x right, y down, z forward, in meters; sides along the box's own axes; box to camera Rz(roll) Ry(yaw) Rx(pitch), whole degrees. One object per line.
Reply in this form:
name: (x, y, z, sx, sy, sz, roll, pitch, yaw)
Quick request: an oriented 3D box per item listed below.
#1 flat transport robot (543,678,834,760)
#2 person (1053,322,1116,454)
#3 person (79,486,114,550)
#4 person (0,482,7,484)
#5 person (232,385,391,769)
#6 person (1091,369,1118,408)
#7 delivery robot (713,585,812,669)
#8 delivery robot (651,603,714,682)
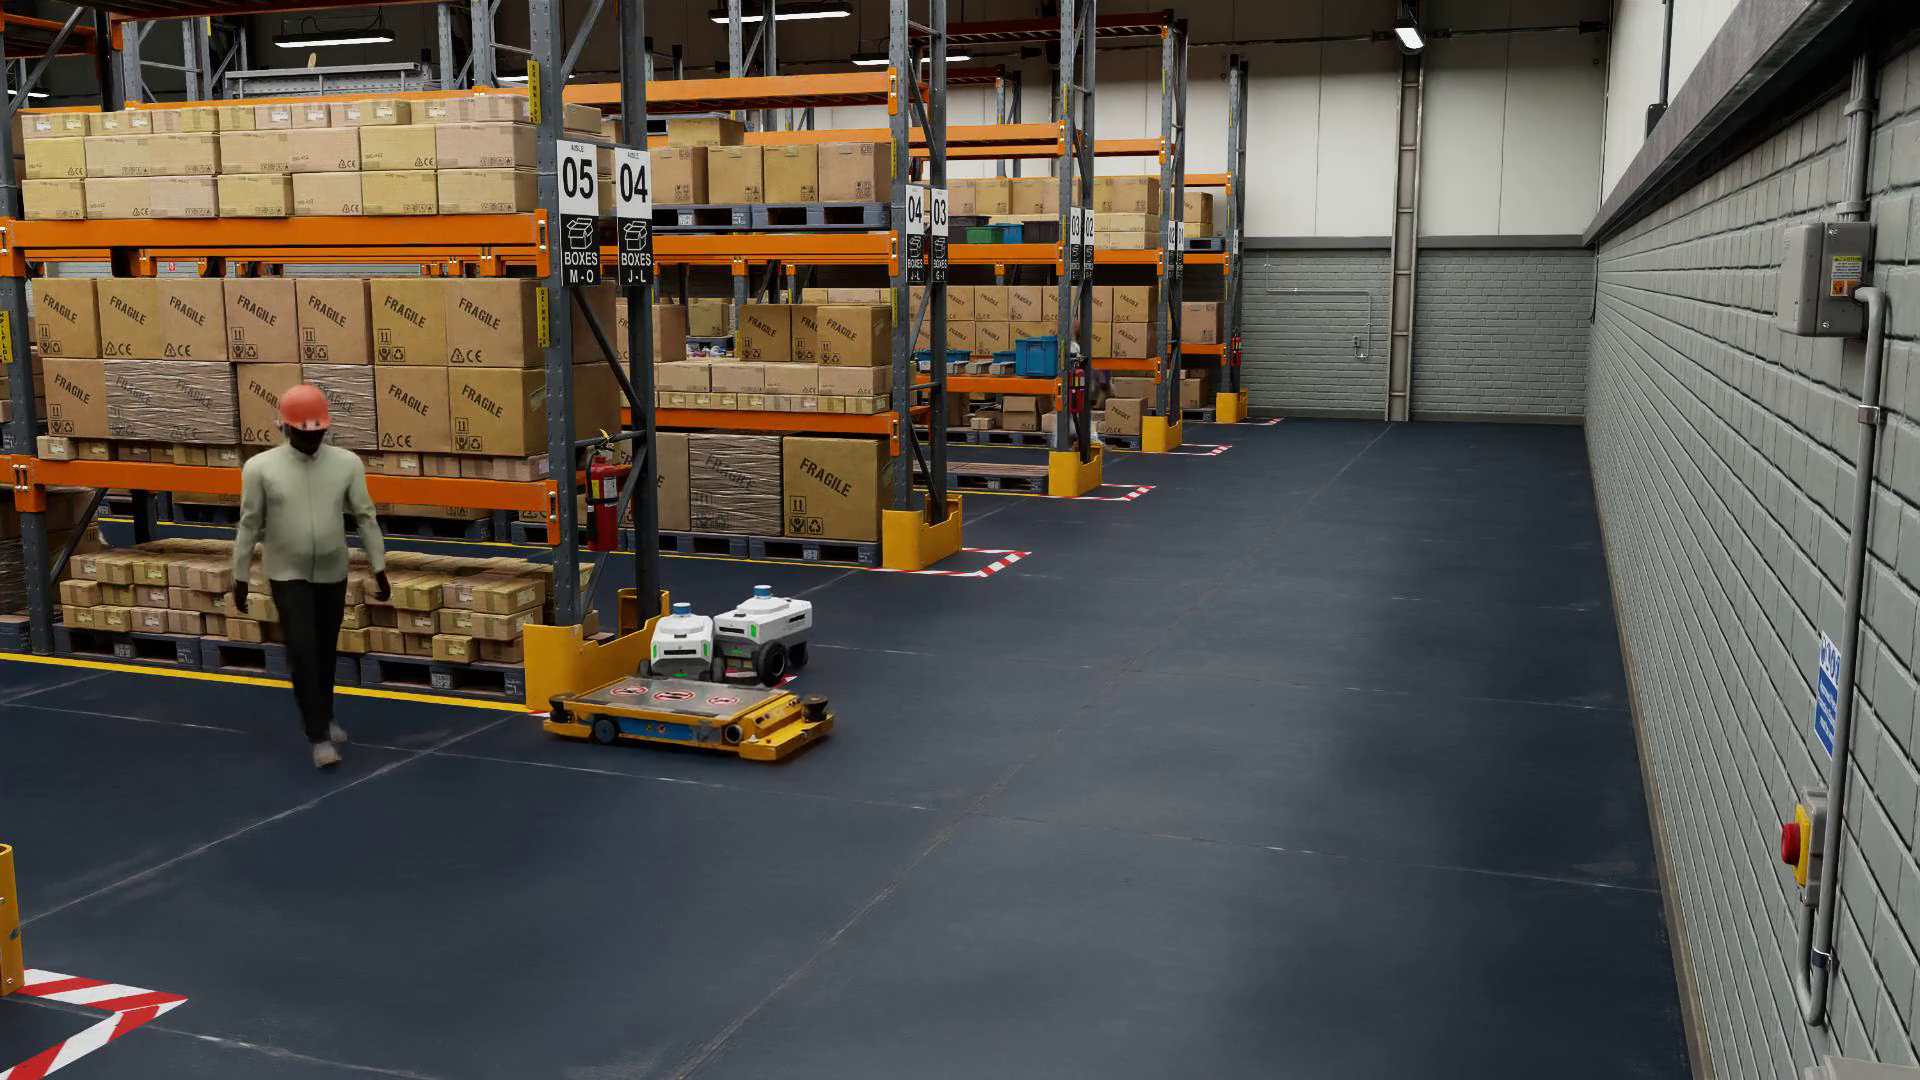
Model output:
flat transport robot: (-1.466, 0.938, 8.973, 1.431, 0.197, 0.652, 4, 10, 22)
person: (1.714, -2.071, 22.875, 0.968, 1.836, 0.583, 2, 9, 13)
person: (-8.073, -0.840, 15.199, 0.880, 1.839, 0.527, 5, 10, 29)
person: (-8.658, -0.766, 14.672, 1.038, 1.858, 0.605, 4, 10, 22)
person: (-3.305, 0.175, 8.545, 0.719, 1.926, 0.978, -7, 12, -39)
person: (2.137, -2.501, 25.415, 0.992, 1.900, 0.555, 5, 10, 27)
delivery robot: (-1.223, 0.526, 10.372, 0.477, 0.478, 0.707, 5, 10, 26)
delivery robot: (-1.636, 0.614, 9.823, 0.477, 0.478, 0.707, -1, 9, -7)
